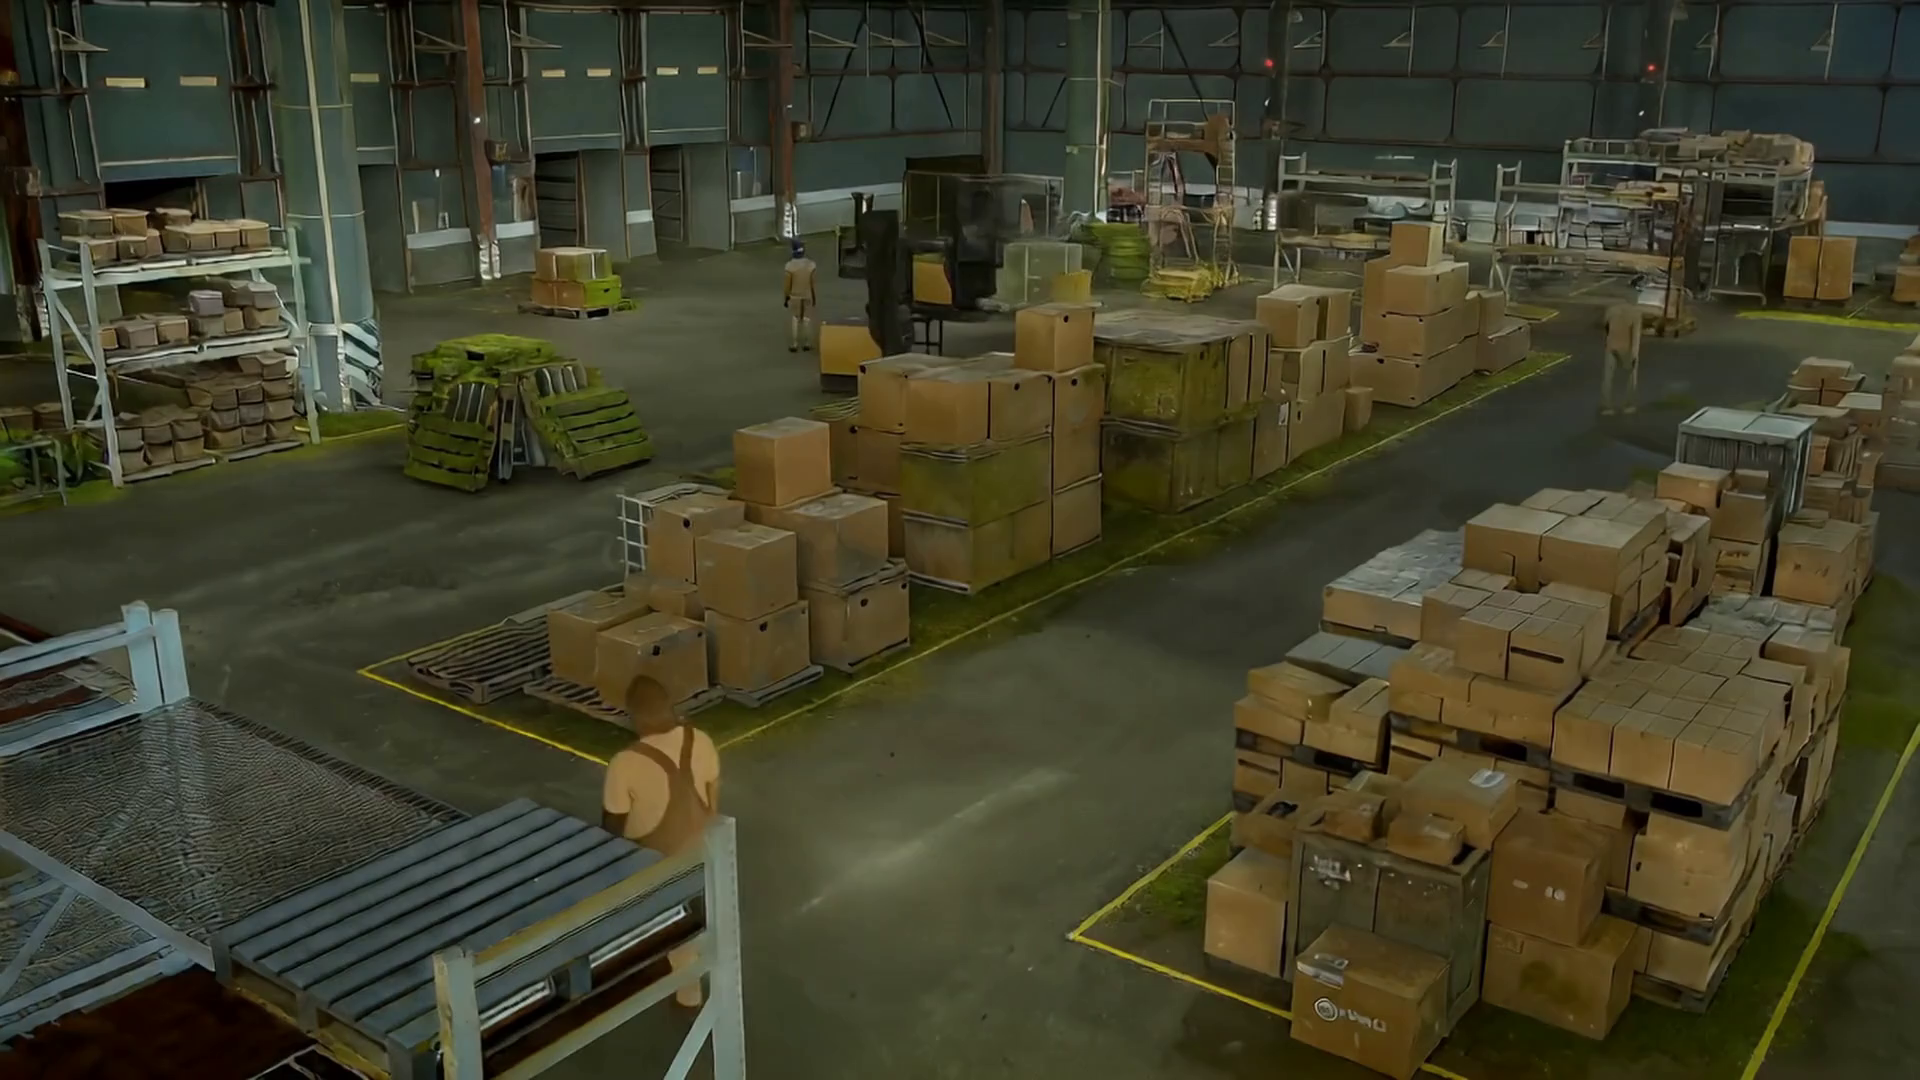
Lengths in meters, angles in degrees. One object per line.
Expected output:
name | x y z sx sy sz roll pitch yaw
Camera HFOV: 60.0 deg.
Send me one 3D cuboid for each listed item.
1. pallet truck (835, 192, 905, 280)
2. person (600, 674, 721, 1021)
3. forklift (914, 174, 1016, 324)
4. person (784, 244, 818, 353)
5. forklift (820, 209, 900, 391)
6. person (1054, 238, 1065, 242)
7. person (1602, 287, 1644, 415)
pallet truck | -1.936 -7.159 38.982 1.885 1.965 0.823 -12 21 -34
person | -1.764 1.693 9.598 1.028 2.000 0.700 15 22 40
forklift | 0.082 -5.854 33.158 1.873 2.768 1.129 14 22 39
person | -2.831 -4.309 29.670 0.636 1.930 0.371 -8 19 -26
forklift | -1.220 -3.791 26.326 1.873 2.768 1.129 3 17 10
person | 1.929 -5.057 32.541 0.557 1.685 0.360 -3 17 -10
person | 9.901 -2.818 24.762 0.742 1.916 0.632 -13 21 -38
